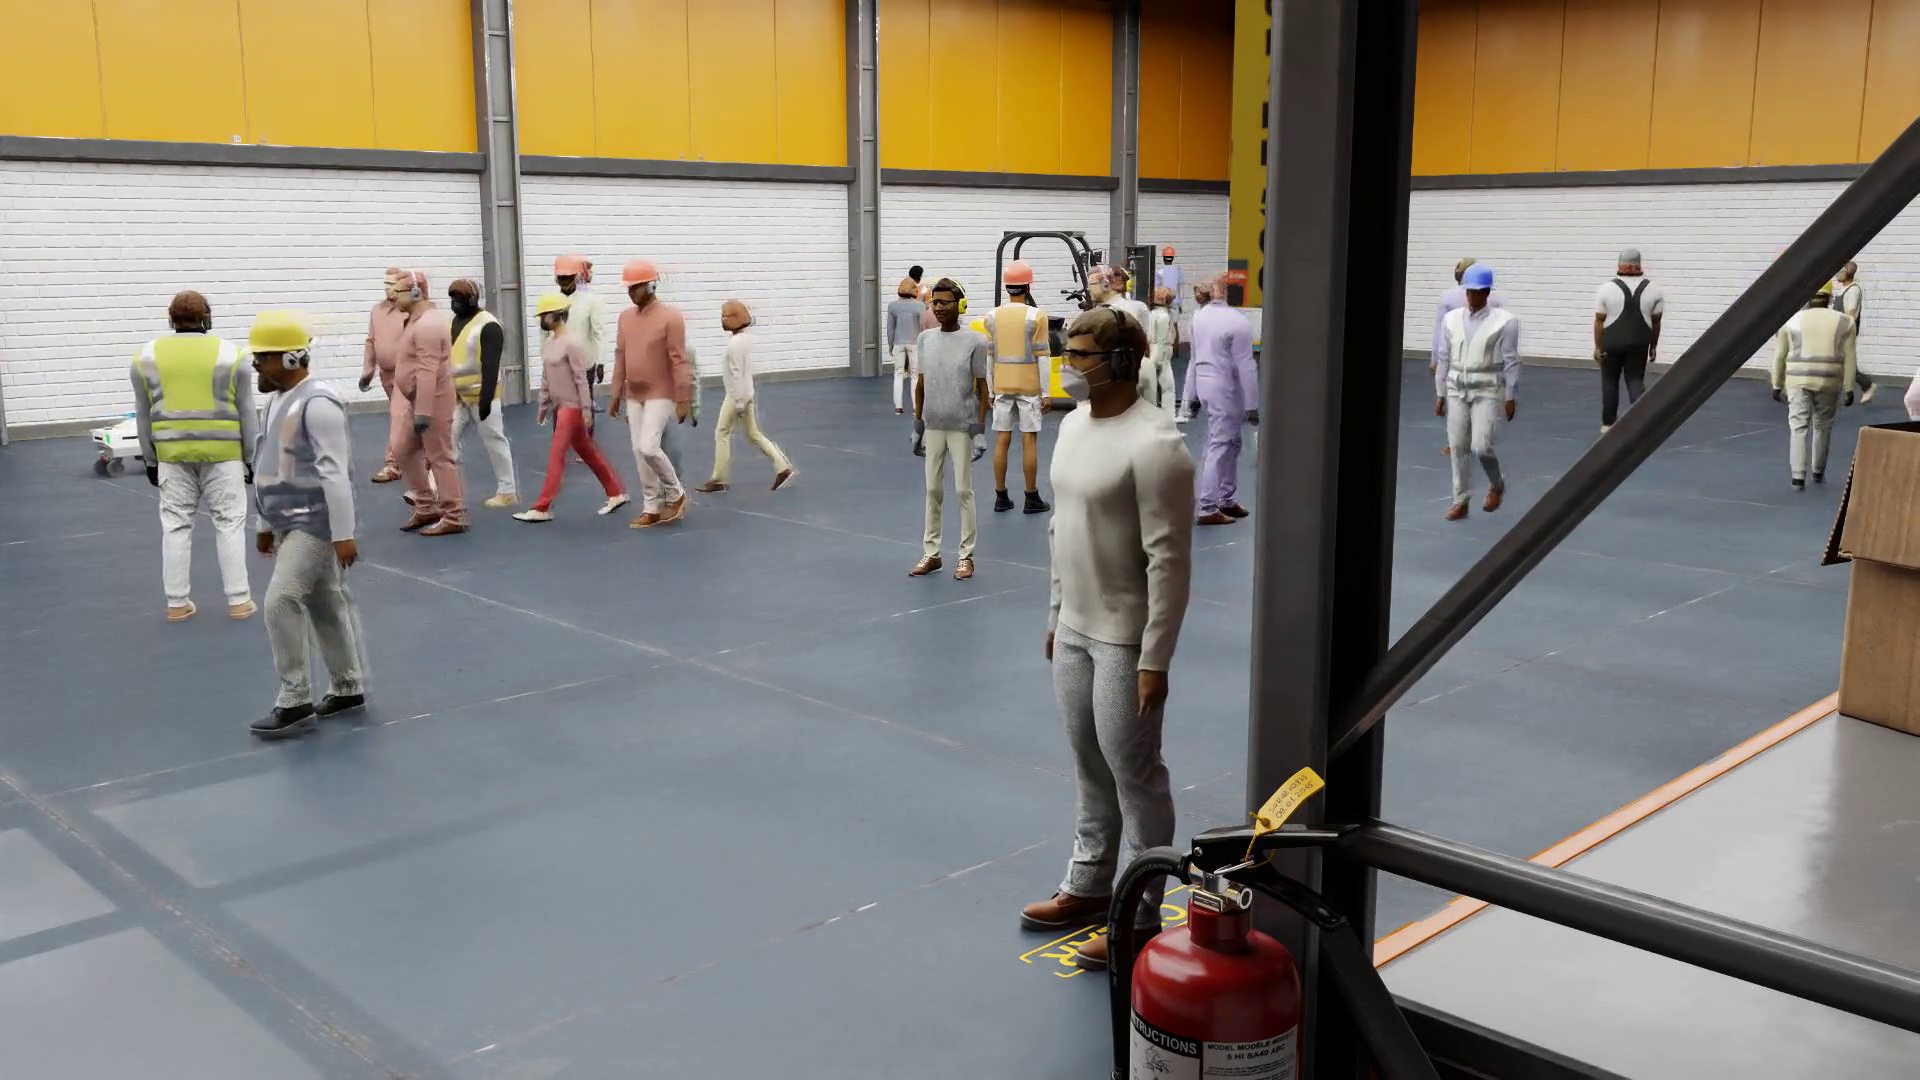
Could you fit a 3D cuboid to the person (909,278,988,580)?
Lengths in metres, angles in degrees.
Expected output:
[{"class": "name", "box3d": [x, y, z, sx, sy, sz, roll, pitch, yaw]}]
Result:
[{"class": "person", "box3d": [-0.076, -0.686, 10.351, 0.510, 1.872, 0.329, 5, 11, 23]}]

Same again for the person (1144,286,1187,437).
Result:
[{"class": "person", "box3d": [2.016, -1.875, 17.546, 0.728, 1.609, 0.528, -2, 11, -12]}]

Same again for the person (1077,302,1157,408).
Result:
[{"class": "person", "box3d": [0.997, -0.574, 10.122, 0.521, 1.738, 0.743, -4, 11, -21]}]

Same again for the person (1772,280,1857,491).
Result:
[{"class": "person", "box3d": [7.242, -1.343, 14.135, 0.624, 1.788, 0.904, 4, 11, 22]}]

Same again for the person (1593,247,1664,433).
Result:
[{"class": "person", "box3d": [7.080, -2.120, 17.706, 0.684, 2.000, 0.655, 1, 10, 8]}]

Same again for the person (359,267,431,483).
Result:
[{"class": "person", "box3d": [-4.927, -1.473, 14.700, 0.643, 1.861, 1.003, 5, 12, 27]}]

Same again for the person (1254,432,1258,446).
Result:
[{"class": "person", "box3d": [3.079, -1.626, 15.547, 0.737, 1.848, 0.525, -5, 12, -26]}]

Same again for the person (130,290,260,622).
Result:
[{"class": "person", "box3d": [-4.216, -0.462, 9.245, 0.626, 1.835, 0.431, -2, 11, -12]}]

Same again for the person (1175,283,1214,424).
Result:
[{"class": "person", "box3d": [2.813, -2.115, 18.875, 0.841, 1.600, 0.522, -6, 12, -28]}]

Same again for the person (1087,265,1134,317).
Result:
[{"class": "person", "box3d": [1.220, -1.282, 13.549, 0.433, 1.883, 0.683, -3, 11, -15]}]

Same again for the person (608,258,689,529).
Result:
[{"class": "person", "box3d": [-2.267, -1.049, 12.053, 0.636, 1.966, 0.436, 7, 13, 35]}]

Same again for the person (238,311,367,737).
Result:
[{"class": "person", "box3d": [-2.904, -0.069, 7.138, 0.682, 1.806, 0.630, -8, 13, -38]}]

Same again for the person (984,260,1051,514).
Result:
[{"class": "person", "box3d": [0.451, -1.169, 12.787, 0.545, 1.943, 0.348, 5, 11, 25]}]

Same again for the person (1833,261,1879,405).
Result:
[{"class": "person", "box3d": [11.023, -2.547, 20.621, 0.633, 1.829, 0.515, 2, 11, 11]}]

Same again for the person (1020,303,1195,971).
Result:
[{"class": "person", "box3d": [0.439, 0.283, 4.878, 0.377, 1.940, 0.628, -5, 11, -24]}]

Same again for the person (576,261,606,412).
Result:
[{"class": "person", "box3d": [-4.518, -2.412, 19.856, 0.524, 1.831, 0.588, -9, 14, -39]}]

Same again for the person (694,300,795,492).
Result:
[{"class": "person", "box3d": [-1.792, -1.187, 13.787, 0.788, 1.604, 0.495, 1, 10, 6]}]

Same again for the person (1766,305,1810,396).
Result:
[{"class": "person", "box3d": [11.085, -2.925, 22.153, 0.621, 2.021, 0.693, -4, 11, -20]}]

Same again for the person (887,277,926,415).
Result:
[{"class": "person", "box3d": [-0.623, -2.306, 19.828, 0.507, 1.632, 0.268, 3, 11, 18]}]

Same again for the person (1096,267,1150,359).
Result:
[{"class": "person", "box3d": [1.410, -1.490, 14.774, 0.565, 1.849, 0.533, 5, 11, 24]}]

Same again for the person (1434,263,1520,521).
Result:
[{"class": "person", "box3d": [3.845, -1.087, 12.391, 0.519, 1.932, 0.600, -10, 14, -43]}]

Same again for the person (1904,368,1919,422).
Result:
[{"class": "person", "box3d": [8.957, -1.637, 15.252, 0.591, 1.967, 0.619, 0, 10, 2]}]

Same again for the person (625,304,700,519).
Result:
[{"class": "person", "box3d": [-2.253, -0.962, 12.545, 0.511, 1.615, 0.581, 2, 11, 10]}]

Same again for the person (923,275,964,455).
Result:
[{"class": "person", "box3d": [-0.075, -1.704, 16.233, 0.728, 1.734, 0.542, -8, 13, -37]}]

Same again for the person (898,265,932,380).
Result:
[{"class": "person", "box3d": [-0.662, -3.207, 24.587, 0.535, 1.691, 0.318, 3, 11, 18]}]

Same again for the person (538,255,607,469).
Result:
[{"class": "person", "box3d": [-3.577, -1.635, 15.320, 0.646, 1.936, 1.009, 0, 10, -2]}]

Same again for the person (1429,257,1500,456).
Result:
[{"class": "person", "box3d": [4.839, -1.746, 15.995, 0.643, 1.927, 0.436, -3, 11, -16]}]

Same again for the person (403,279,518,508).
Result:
[{"class": "person", "box3d": [-3.828, -1.098, 12.795, 0.632, 1.790, 0.951, 7, 13, 34]}]

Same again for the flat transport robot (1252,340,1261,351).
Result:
[{"class": "flat transport robot", "box3d": [5.415, -3.524, 30.188, 1.431, 0.197, 0.652, -1, 10, -7]}]

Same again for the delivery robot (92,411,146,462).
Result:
[{"class": "delivery robot", "box3d": [-7.373, -0.915, 14.933, 0.477, 0.478, 0.707, 9, 14, 41]}]

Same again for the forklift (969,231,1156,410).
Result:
[{"class": "forklift", "box3d": [1.222, -2.721, 20.561, 2.313, 2.155, 1.214, 2, 11, 13]}]

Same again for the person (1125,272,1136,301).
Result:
[{"class": "person", "box3d": [2.527, -3.389, 25.130, 0.720, 1.864, 0.585, -9, 14, -40]}]

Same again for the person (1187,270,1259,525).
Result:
[{"class": "person", "box3d": [2.037, -1.051, 12.288, 0.694, 1.883, 0.681, -4, 11, -22]}]

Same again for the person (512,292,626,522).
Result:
[{"class": "person", "box3d": [-2.951, -1.005, 12.544, 0.934, 1.714, 0.534, -7, 13, -35]}]

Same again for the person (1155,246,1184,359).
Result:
[{"class": "person", "box3d": [3.589, -4.095, 28.754, 0.543, 1.939, 0.359, -1, 10, -7]}]

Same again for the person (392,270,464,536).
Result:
[{"class": "person", "box3d": [-3.837, -0.959, 11.778, 0.564, 1.886, 0.675, -5, 12, -26]}]
